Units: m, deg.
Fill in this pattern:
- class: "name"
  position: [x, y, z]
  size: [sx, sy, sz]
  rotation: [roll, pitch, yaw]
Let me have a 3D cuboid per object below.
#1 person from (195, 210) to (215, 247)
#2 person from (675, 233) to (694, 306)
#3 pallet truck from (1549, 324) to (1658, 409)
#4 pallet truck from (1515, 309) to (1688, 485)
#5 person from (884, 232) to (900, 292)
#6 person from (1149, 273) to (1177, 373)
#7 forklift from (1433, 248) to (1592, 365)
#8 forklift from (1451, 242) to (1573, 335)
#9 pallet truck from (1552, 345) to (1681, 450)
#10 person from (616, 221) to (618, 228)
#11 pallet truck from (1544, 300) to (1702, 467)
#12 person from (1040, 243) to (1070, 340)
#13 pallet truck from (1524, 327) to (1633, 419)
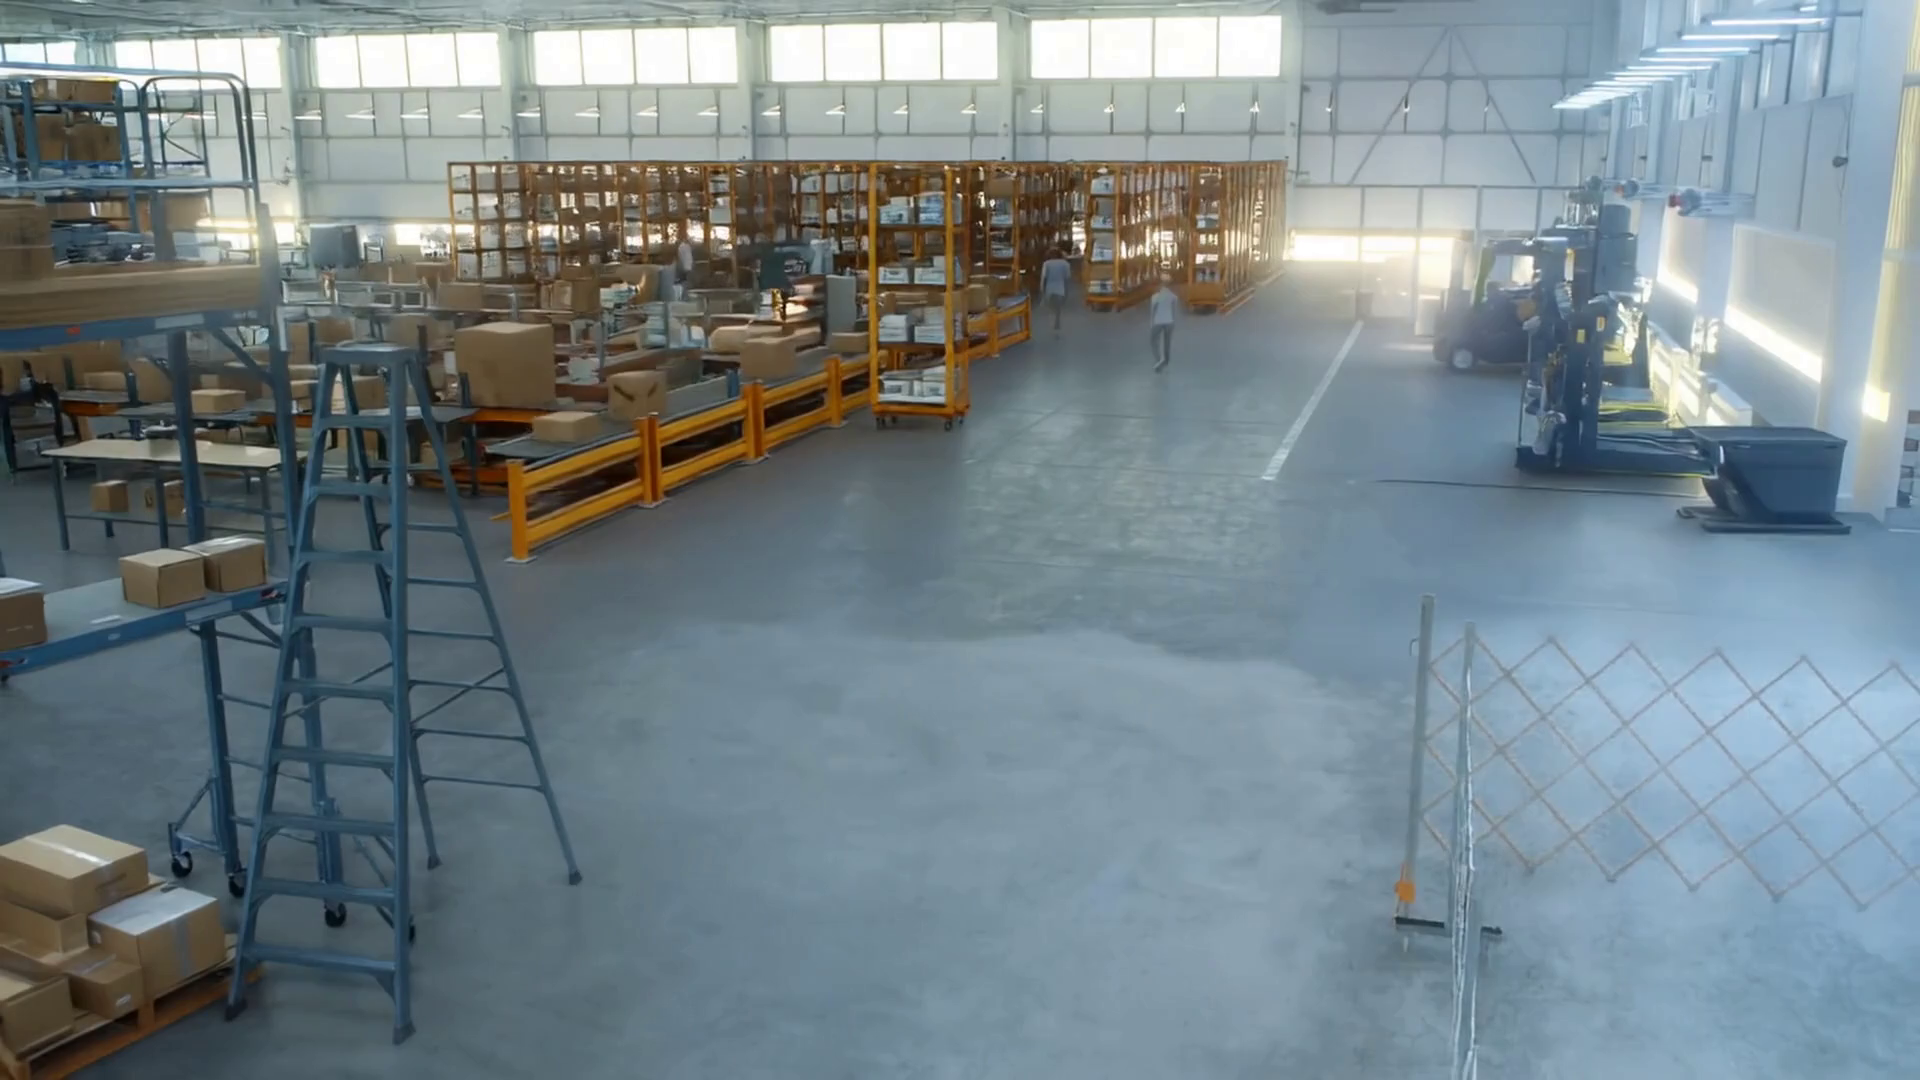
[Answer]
- class: "person"
  position: [-24.881, -9.879, 54.878]
  size: [0.382, 1.995, 0.612]
  rotation: [9, 16, 34]
- class: "person"
  position: [-7.085, -6.842, 42.129]
  size: [0.770, 1.815, 0.585]
  rotation: [4, 14, 18]
- class: "pallet truck"
  position: [9.824, -2.669, 25.407]
  size: [1.601, 1.201, 0.680]
  rotation: [4, 14, 16]
- class: "pallet truck"
  position: [7.554, -1.677, 19.446]
  size: [1.885, 1.965, 0.823]
  rotation: [3, 13, 14]
- class: "person"
  position: [-1.833, -7.517, 45.080]
  size: [0.608, 1.808, 0.615]
  rotation: [5, 14, 20]
- class: "person"
  position: [3.545, -3.788, 29.103]
  size: [0.541, 1.758, 0.359]
  rotation: [-3, 13, -11]
- class: "forklift"
  position: [9.780, -4.111, 29.280]
  size: [2.680, 1.987, 1.157]
  rotation: [3, 13, 14]
- class: "forklift"
  position: [10.464, -4.597, 31.405]
  size: [2.680, 1.987, 1.157]
  rotation: [4, 14, 16]
- class: "pallet truck"
  position: [8.641, -1.896, 21.908]
  size: [1.630, 1.274, 0.653]
  rotation: [4, 14, 16]
- class: "person"
  position: [-12.605, -11.446, 62.225]
  size: [0.379, 1.735, 0.568]
  rotation: [4, 14, 16]
- class: "pallet truck"
  position: [8.263, -1.952, 20.631]
  size: [1.885, 1.965, 0.823]
  rotation: [5, 14, 20]
- class: "person"
  position: [1.975, -5.135, 34.432]
  size: [0.620, 1.997, 1.046]
  rotation: [-2, 13, -10]
- class: "pallet truck"
  position: [9.065, -2.460, 24.370]
  size: [1.522, 1.261, 0.704]
  rotation: [3, 13, 14]
